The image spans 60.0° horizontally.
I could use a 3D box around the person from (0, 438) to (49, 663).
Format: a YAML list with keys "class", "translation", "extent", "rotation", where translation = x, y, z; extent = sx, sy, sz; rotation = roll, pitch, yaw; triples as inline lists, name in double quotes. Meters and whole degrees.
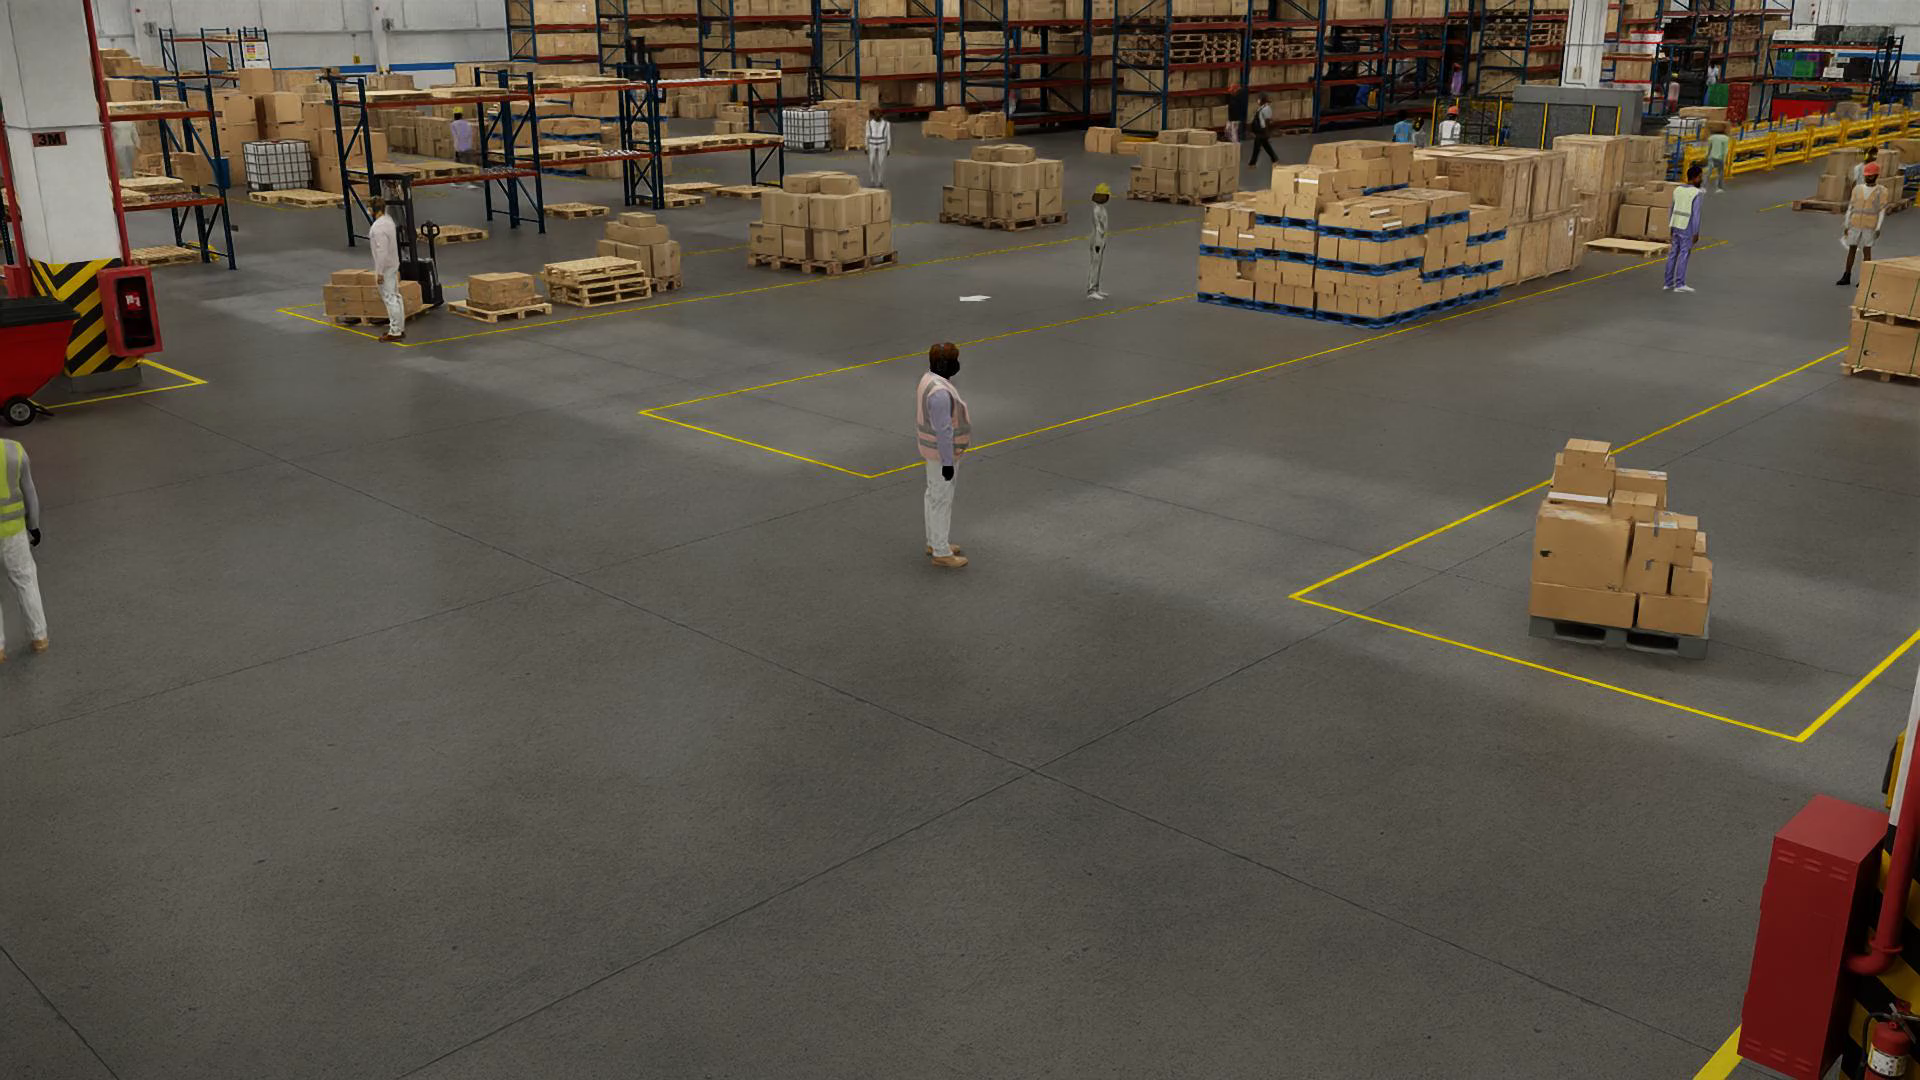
- class: "person"
  translation: [-6.749, -0.058, 11.581]
  extent: [0.633, 1.841, 0.429]
  rotation: [-16, 24, -40]

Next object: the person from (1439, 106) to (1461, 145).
- class: "person"
  translation: [11.394, -9.112, 38.738]
  extent: [0.404, 1.927, 0.546]
  rotation: [-14, 23, -36]

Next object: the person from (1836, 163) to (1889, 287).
- class: "person"
  translation: [14.227, -4.958, 26.192]
  extent: [0.356, 1.936, 0.551]
  rotation: [-16, 24, -40]

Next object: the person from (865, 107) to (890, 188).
- class: "person"
  translation: [-1.955, -9.218, 39.153]
  extent: [0.623, 1.850, 0.843]
  rotation: [1, 18, 2]

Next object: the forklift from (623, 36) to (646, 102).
- class: "forklift"
  translation: [-12.182, -17.476, 62.434]
  extent: [1.129, 2.768, 1.873]
  rotation: [17, 25, 41]

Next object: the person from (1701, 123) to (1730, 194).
- class: "person"
  translation: [17.353, -8.760, 38.196]
  extent: [0.840, 1.591, 0.505]
  rotation: [-16, 24, -40]

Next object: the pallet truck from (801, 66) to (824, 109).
- class: "pallet truck"
  translation: [-4.812, -15.182, 56.903]
  extent: [0.823, 1.965, 1.885]
  rotation: [-9, 21, -26]

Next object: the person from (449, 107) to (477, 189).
- class: "person"
  translation: [-11.735, -9.217, 39.113]
  extent: [0.939, 1.873, 0.597]
  rotation: [13, 23, 35]

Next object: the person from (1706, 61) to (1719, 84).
- class: "person"
  translation: [31.147, -19.021, 68.988]
  extent: [0.543, 1.666, 0.803]
  rotation: [6, 19, 18]

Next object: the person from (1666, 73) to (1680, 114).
- class: "person"
  translation: [24.597, -15.212, 57.412]
  extent: [0.905, 1.719, 0.538]
  rotation: [-16, 24, -39]

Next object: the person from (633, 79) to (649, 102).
- class: "person"
  translation: [-10.781, -14.788, 56.340]
  extent: [0.524, 1.588, 0.873]
  rotation: [-8, 20, -23]

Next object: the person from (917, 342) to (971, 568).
- class: "person"
  translation: [-0.130, -0.700, 13.515]
  extent: [0.429, 1.843, 0.633]
  rotation: [-3, 19, -9]

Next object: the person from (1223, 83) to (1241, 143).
- class: "person"
  translation: [7.693, -11.858, 46.911]
  extent: [0.426, 1.979, 0.612]
  rotation: [-7, 20, -19]

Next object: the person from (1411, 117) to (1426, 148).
- class: "person"
  translation: [9.919, -8.265, 36.254]
  extent: [0.319, 1.876, 0.532]
  rotation: [15, 24, 39]

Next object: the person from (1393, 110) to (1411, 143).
- class: "person"
  translation: [10.994, -9.835, 41.310]
  extent: [0.537, 1.668, 0.781]
  rotation: [-14, 23, -36]

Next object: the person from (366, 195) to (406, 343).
- class: "person"
  translation: [-7.630, -3.599, 22.097]
  extent: [0.354, 1.938, 0.636]
  rotation: [-2, 18, -5]

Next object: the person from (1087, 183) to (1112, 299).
- class: "person"
  translation: [2.121, -4.531, 25.226]
  extent: [0.328, 1.734, 0.480]
  rotation: [4, 19, 11]

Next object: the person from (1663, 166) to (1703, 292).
- class: "person"
  translation: [11.238, -4.826, 25.829]
  extent: [0.373, 1.915, 0.594]
  rotation: [-5, 19, -16]

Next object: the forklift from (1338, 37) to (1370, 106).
- class: "forklift"
  translation: [14.339, -17.228, 61.688]
  extent: [1.129, 2.768, 1.873]
  rotation: [17, 25, 41]

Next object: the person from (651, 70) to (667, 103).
- class: "person"
  translation: [-10.209, -14.970, 56.407]
  extent: [0.587, 1.911, 0.397]
  rotation: [7, 20, 20]

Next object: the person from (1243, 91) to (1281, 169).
- class: "person"
  translation: [7.973, -10.734, 43.435]
  extent: [0.968, 2.000, 0.694]
  rotation: [0, 18, 1]

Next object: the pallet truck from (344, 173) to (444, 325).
- class: "pallet truck"
  translation: [-8.209, -4.181, 23.757]
  extent: [0.823, 1.965, 1.885]
  rotation: [3, 19, 9]

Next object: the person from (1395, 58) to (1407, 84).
- class: "person"
  translation: [19.776, -21.021, 74.781]
  extent: [0.610, 1.817, 0.425]
  rotation: [15, 23, 38]

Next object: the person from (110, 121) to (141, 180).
- class: "person"
  translation: [-19.601, -9.253, 39.176]
  extent: [0.900, 1.906, 0.655]
  rotation: [14, 23, 37]

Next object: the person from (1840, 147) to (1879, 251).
- class: "person"
  translation: [16.124, -6.090, 29.736]
  extent: [0.548, 1.853, 0.419]
  rotation: [-11, 21, -29]

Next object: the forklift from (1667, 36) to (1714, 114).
- class: "forklift"
  translation: [27.341, -17.291, 61.877]
  extent: [1.129, 2.768, 1.873]
  rotation: [17, 25, 41]

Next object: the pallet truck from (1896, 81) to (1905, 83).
- class: "pallet truck"
  translation: [34.802, -16.331, 61.455]
  extent: [0.653, 1.274, 1.630]
  rotation: [17, 25, 41]

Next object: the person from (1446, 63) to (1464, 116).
- class: "person"
  translation: [18.246, -16.528, 61.078]
  extent: [0.560, 1.918, 0.559]
  rotation: [12, 22, 31]

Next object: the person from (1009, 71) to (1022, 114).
- class: "person"
  translation: [1.896, -15.215, 57.276]
  extent: [0.757, 1.817, 0.658]
  rotation: [-17, 25, -42]

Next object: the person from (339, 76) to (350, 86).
- class: "person"
  translation: [-21.556, -15.446, 58.327]
  extent: [0.884, 1.594, 0.531]
  rotation: [12, 22, 32]
